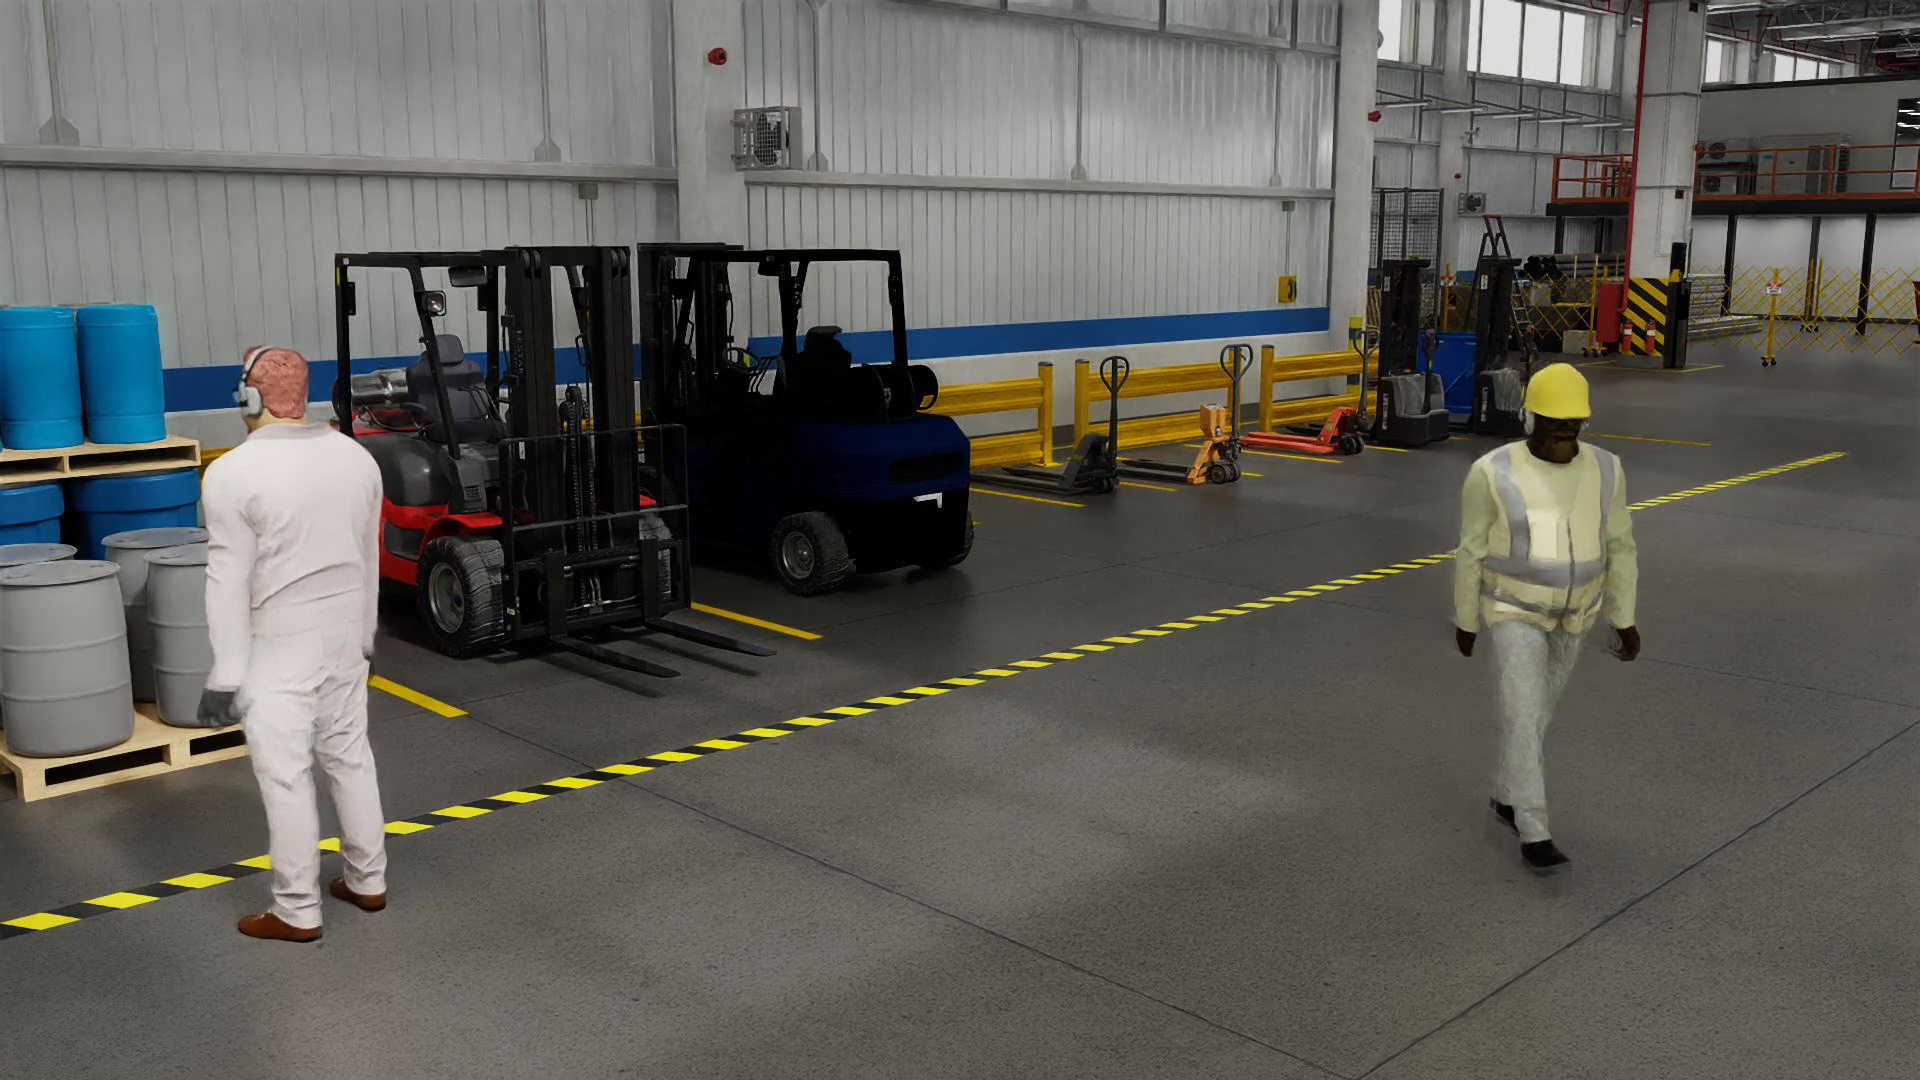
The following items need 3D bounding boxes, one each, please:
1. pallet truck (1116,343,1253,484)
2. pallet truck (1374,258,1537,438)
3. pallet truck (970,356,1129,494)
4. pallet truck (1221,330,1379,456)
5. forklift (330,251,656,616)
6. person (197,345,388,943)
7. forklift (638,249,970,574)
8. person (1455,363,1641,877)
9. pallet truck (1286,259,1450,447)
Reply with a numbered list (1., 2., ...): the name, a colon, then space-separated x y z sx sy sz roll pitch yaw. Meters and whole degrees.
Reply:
1. pallet truck: 1.962 -1.215 15.415 1.522 1.261 0.704 10 14 43
2. pallet truck: 5.704 -2.208 18.901 1.885 1.965 0.823 10 14 43
3. pallet truck: 0.784 -1.085 14.876 0.680 1.201 1.601 -10 14 -44
4. pallet truck: 3.563 -1.581 17.381 0.653 1.274 1.630 -10 14 -44
5. forklift: -2.833 -0.669 9.694 1.157 1.987 2.680 -10 14 -44
6. person: -2.138 0.332 5.317 0.397 1.905 0.658 5 12 26
7. forklift: -1.173 -0.958 11.239 2.680 1.987 1.157 10 14 43
8. person: 2.126 0.278 5.917 0.589 1.790 0.863 -2 11 -10
9. pallet truck: 4.493 -2.078 18.196 0.823 1.965 1.885 -9 14 -40
